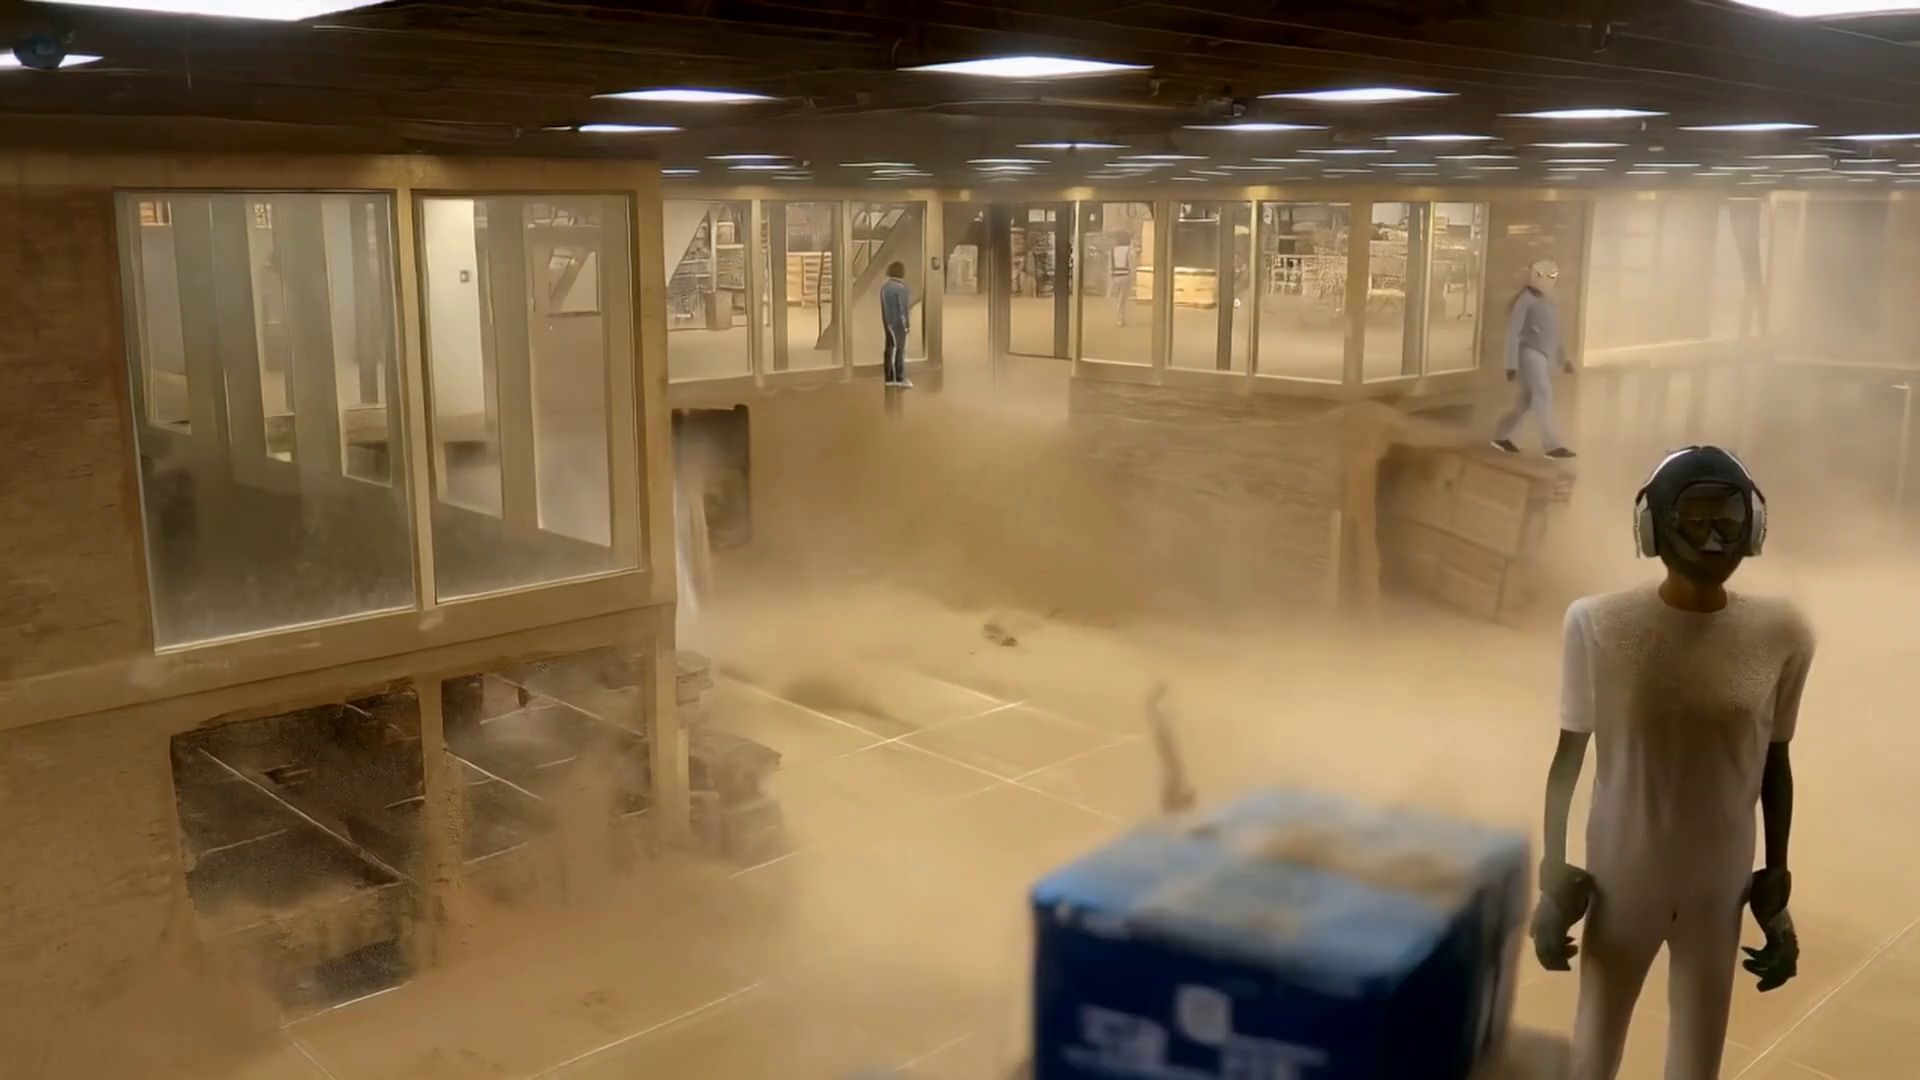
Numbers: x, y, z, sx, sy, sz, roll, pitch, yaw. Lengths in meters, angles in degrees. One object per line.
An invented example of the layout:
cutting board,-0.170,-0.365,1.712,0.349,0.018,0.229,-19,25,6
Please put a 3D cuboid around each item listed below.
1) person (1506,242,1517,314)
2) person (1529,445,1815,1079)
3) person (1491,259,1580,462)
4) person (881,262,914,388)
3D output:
person,9.446,-4.275,28.684,0.974,1.807,0.511,-1,11,-4
person,1.451,0.730,3.411,0.532,1.870,0.319,1,11,6
person,5.425,-1.697,15.606,0.646,1.859,0.987,-10,15,-42
person,-0.828,-2.804,21.692,0.278,1.634,0.498,-9,15,-39
